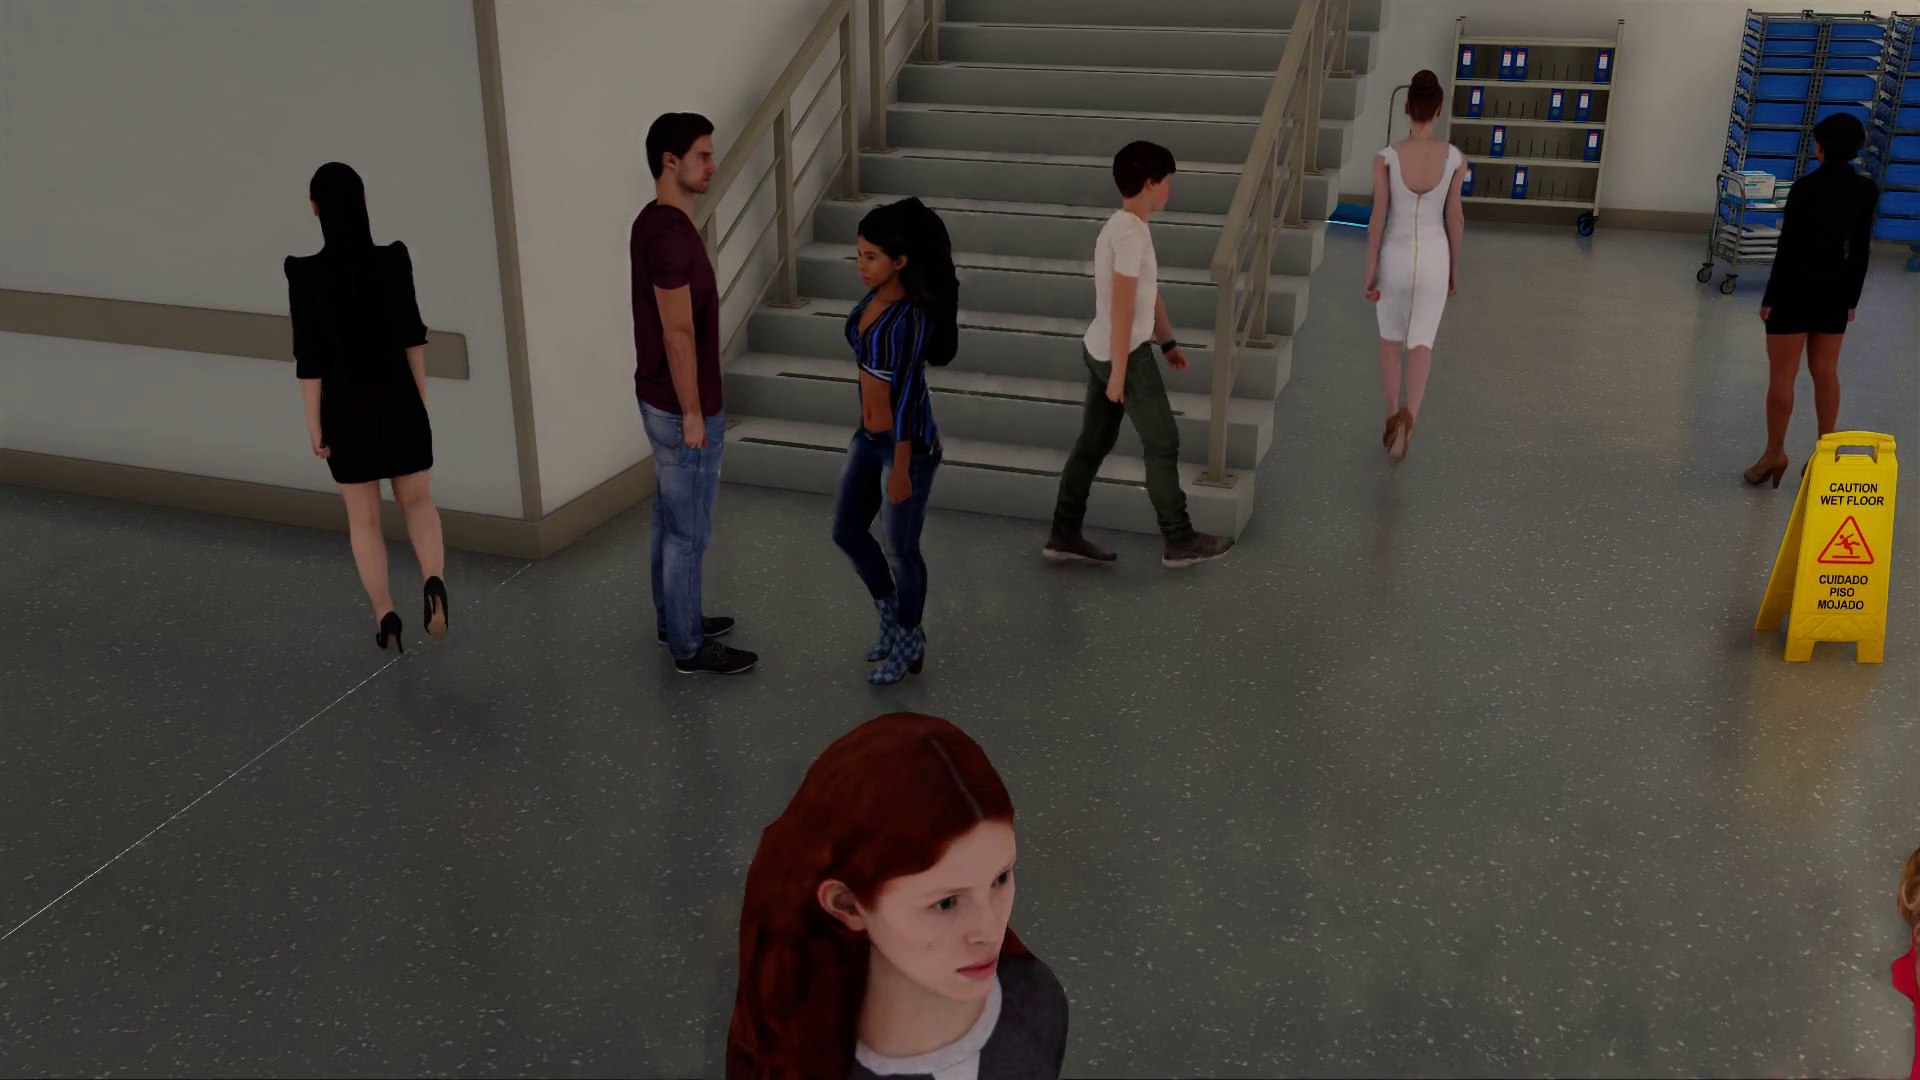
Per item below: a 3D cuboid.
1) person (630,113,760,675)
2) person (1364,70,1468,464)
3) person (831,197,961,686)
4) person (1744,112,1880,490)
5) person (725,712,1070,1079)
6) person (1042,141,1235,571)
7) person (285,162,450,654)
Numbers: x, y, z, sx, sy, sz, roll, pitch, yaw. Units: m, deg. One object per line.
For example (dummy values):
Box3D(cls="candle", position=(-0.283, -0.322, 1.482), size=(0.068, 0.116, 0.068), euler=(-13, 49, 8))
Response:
Box3D(cls="person", position=(-0.931, -0.478, 5.526), size=(0.793, 1.847, 0.702), euler=(-6, 22, -16))
Box3D(cls="person", position=(1.998, -1.138, 7.383), size=(0.673, 1.766, 1.103), euler=(5, 21, 13))
Box3D(cls="person", position=(-0.155, -0.296, 5.375), size=(0.796, 1.613, 0.750), euler=(-11, 24, -28))
Box3D(cls="person", position=(3.716, -1.025, 7.273), size=(0.666, 1.633, 0.705), euler=(-1, 21, -4))
Box3D(cls="person", position=(-0.119, 0.985, 1.807), size=(1.053, 1.744, 1.029), euler=(-14, 25, -32))
Box3D(cls="person", position=(0.534, -0.672, 6.355), size=(0.873, 1.623, 0.985), euler=(0, 21, 0))
Box3D(cls="person", position=(-1.891, -0.369, 5.471), size=(0.839, 1.683, 0.872), euler=(-14, 25, -32))
